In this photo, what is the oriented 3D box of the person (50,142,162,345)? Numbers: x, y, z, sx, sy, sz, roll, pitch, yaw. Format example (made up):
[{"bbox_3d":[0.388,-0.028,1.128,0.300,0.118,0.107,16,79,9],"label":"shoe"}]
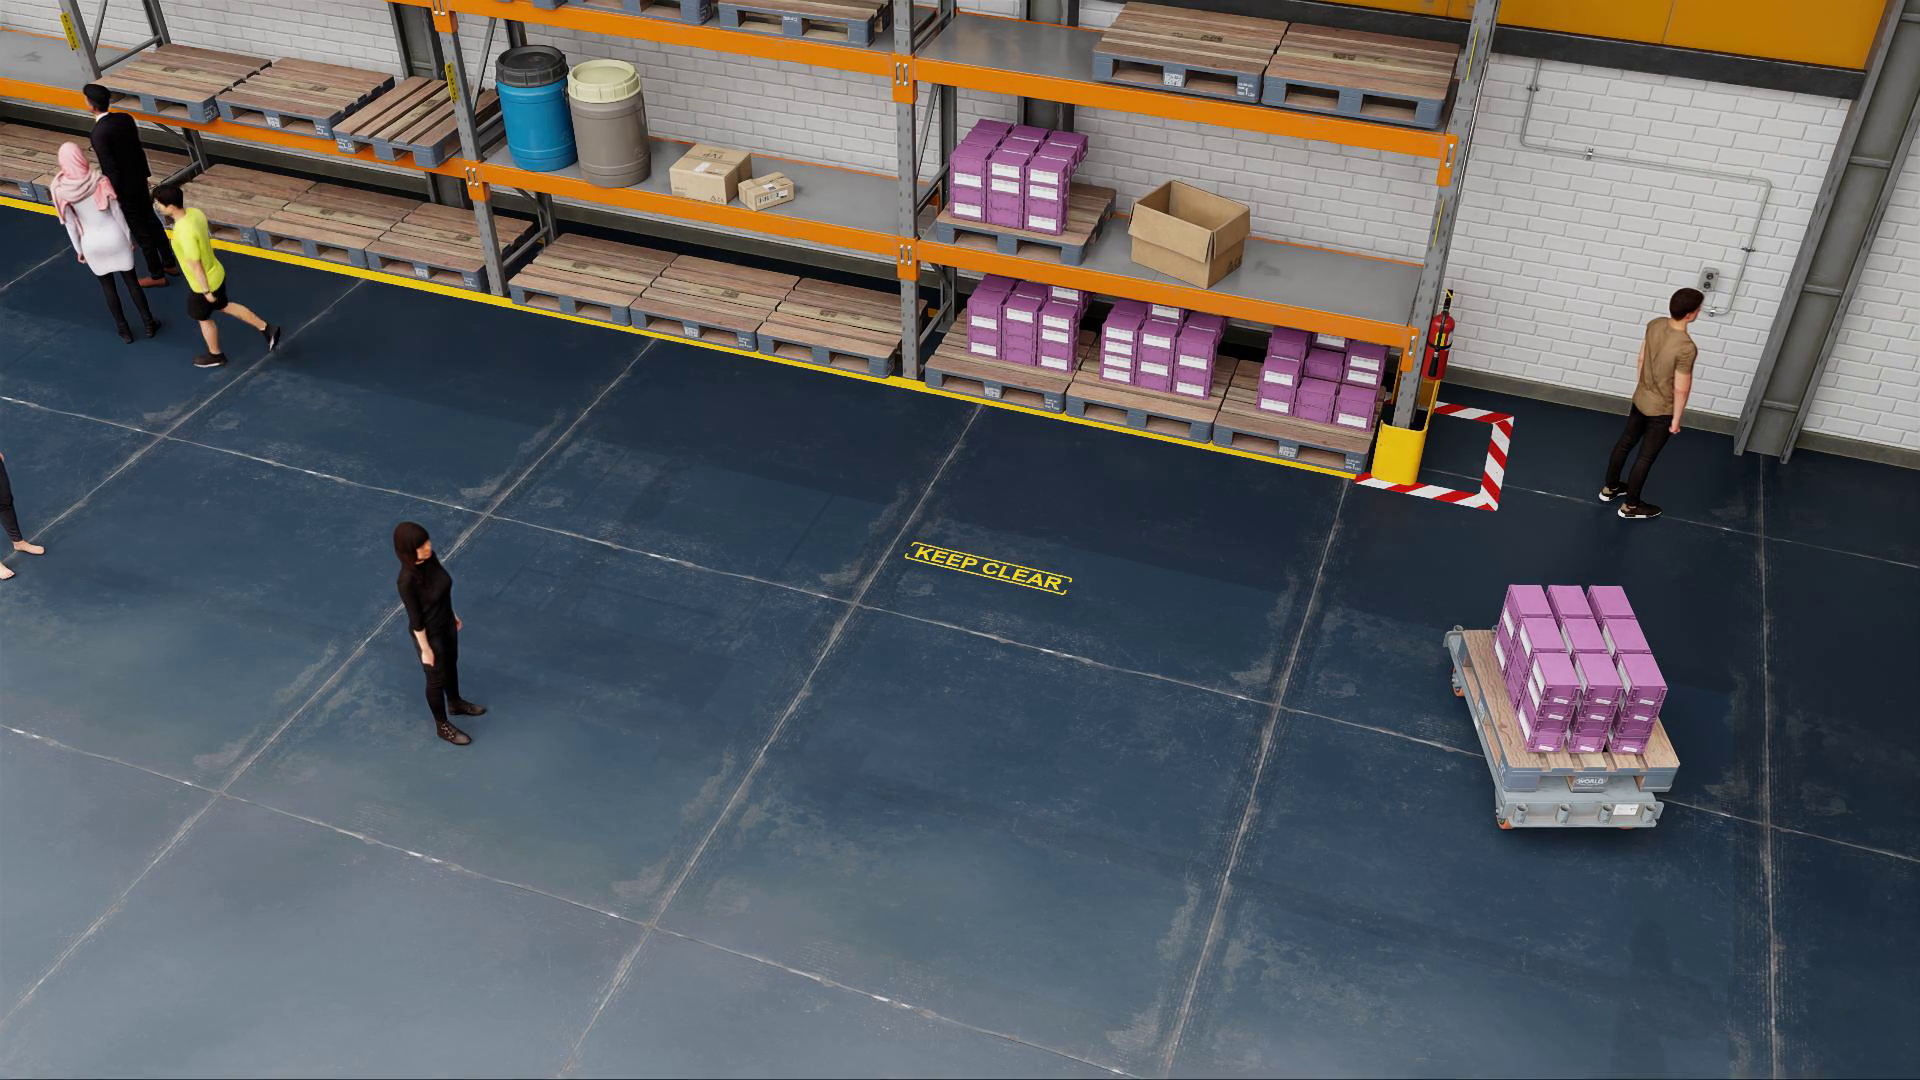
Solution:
[{"bbox_3d":[-7.160,-2.481,13.913,0.723,1.803,0.788,-15,41,-18],"label":"person"}]

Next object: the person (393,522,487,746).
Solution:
[{"bbox_3d":[-3.253,0.546,10.251,0.550,1.642,0.610,6,39,8],"label":"person"}]

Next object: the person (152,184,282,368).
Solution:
[{"bbox_3d":[-6.098,-2.171,13.619,1.098,1.685,0.916,-2,39,-3],"label":"person"}]

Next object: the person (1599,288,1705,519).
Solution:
[{"bbox_3d":[5.023,-1.003,12.023,0.772,1.852,0.750,-10,40,-13],"label":"person"}]

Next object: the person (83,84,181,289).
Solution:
[{"bbox_3d":[-7.322,-3.122,14.652,0.623,1.882,0.745,5,39,6],"label":"person"}]
